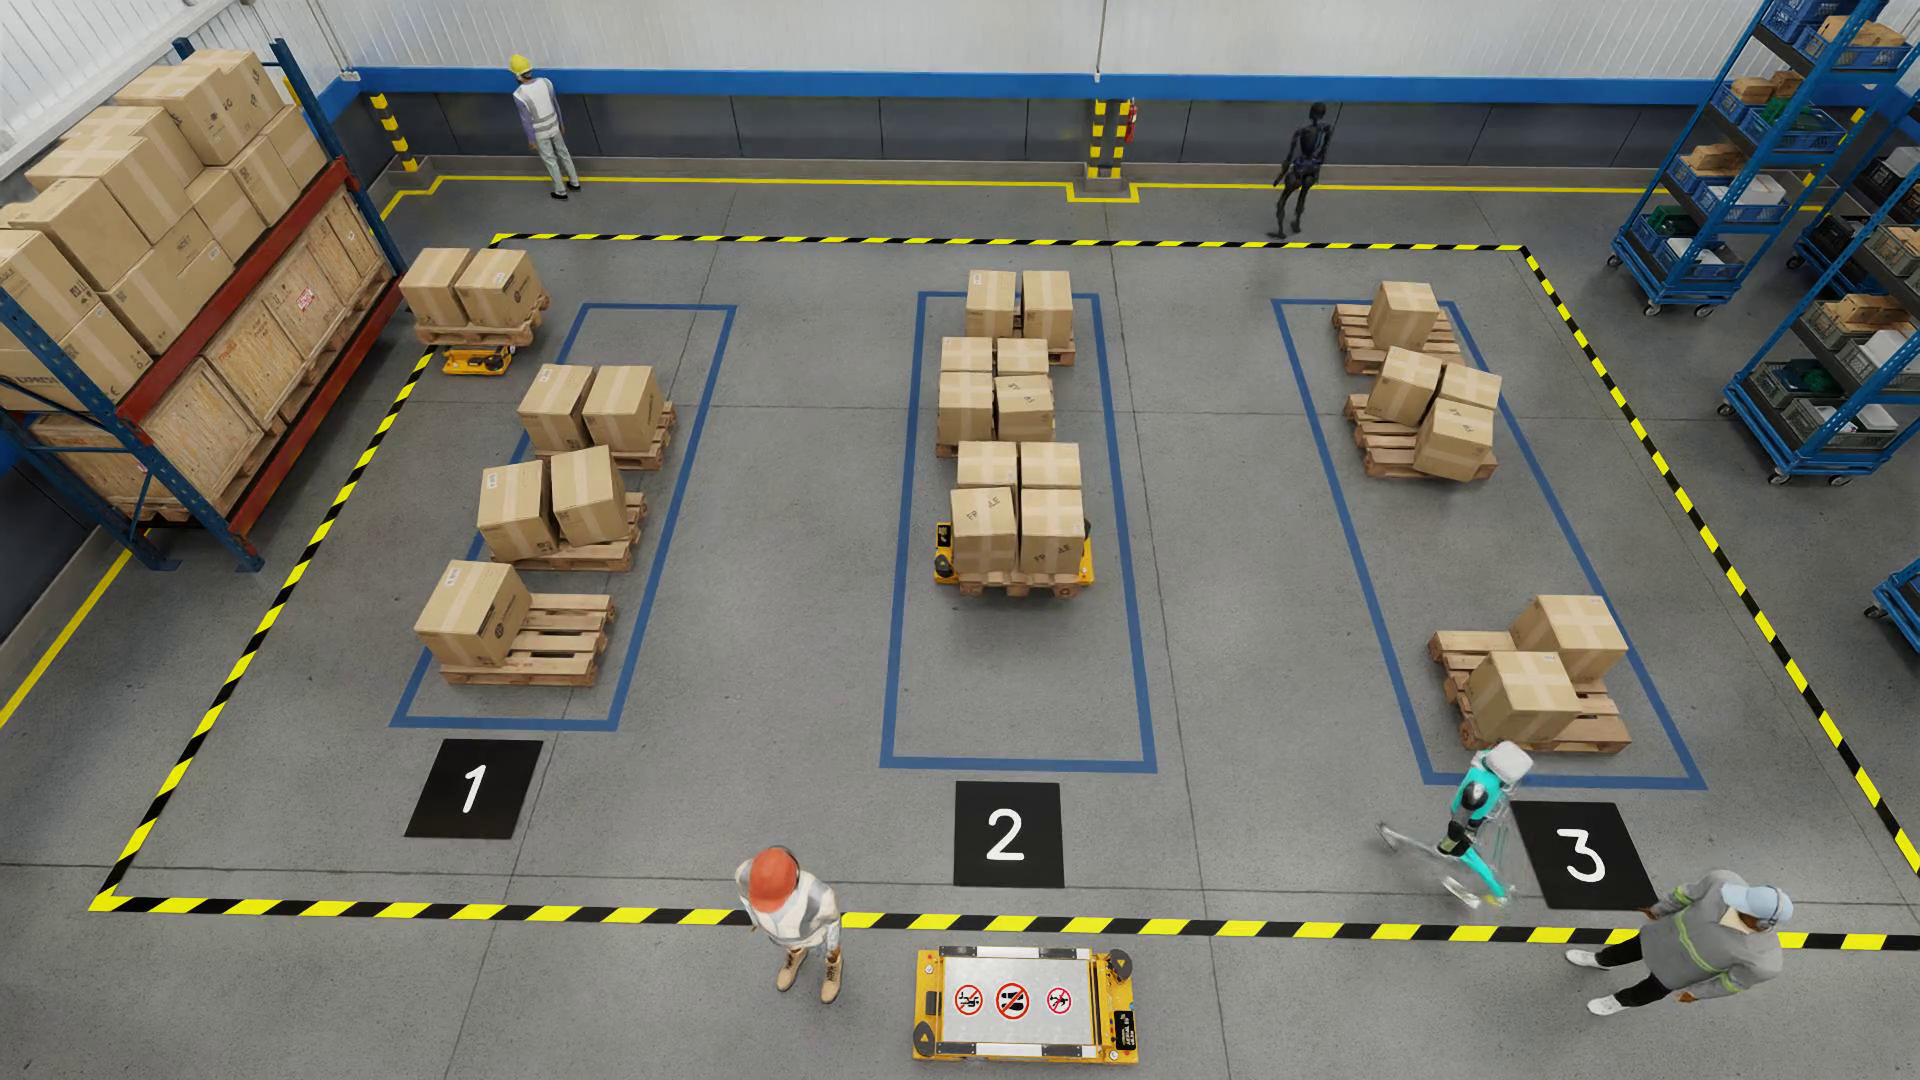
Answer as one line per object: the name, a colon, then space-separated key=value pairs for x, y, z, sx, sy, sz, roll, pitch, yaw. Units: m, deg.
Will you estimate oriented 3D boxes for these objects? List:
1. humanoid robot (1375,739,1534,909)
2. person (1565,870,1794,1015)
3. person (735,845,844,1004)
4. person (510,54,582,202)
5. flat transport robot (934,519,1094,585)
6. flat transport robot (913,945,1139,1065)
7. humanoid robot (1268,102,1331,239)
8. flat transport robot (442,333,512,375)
humanoid robot: x=3.401 y=1.937 z=5.955 sx=1.029 sy=1.729 sz=0.535 roll=37 pitch=60 yaw=26
person: x=4.294 y=2.442 z=5.476 sx=0.405 sy=1.848 sz=0.588 roll=1 pitch=51 yaw=1
person: x=-0.985 y=2.306 z=5.460 sx=0.606 sy=2.048 sz=0.366 roll=12 pitch=52 yaw=10
person: x=-5.352 y=-5.279 z=11.781 sx=0.404 sy=1.827 sz=0.602 roll=23 pitch=55 yaw=18
flat transport robot: x=0.490 y=0.087 z=8.397 sx=1.431 sy=0.197 sz=0.652 roll=1 pitch=51 yaw=1
flat transport robot: x=0.422 y=3.041 z=6.007 sx=1.431 sy=0.231 sz=0.659 roll=1 pitch=51 yaw=1
humanoid robot: x=4.207 y=-4.515 z=11.254 sx=0.599 sy=1.639 sz=0.393 roll=-17 pitch=53 yaw=-13
flat transport robot: x=-5.326 y=-2.424 z=10.444 sx=0.652 sy=0.197 sz=1.431 roll=1 pitch=51 yaw=1
